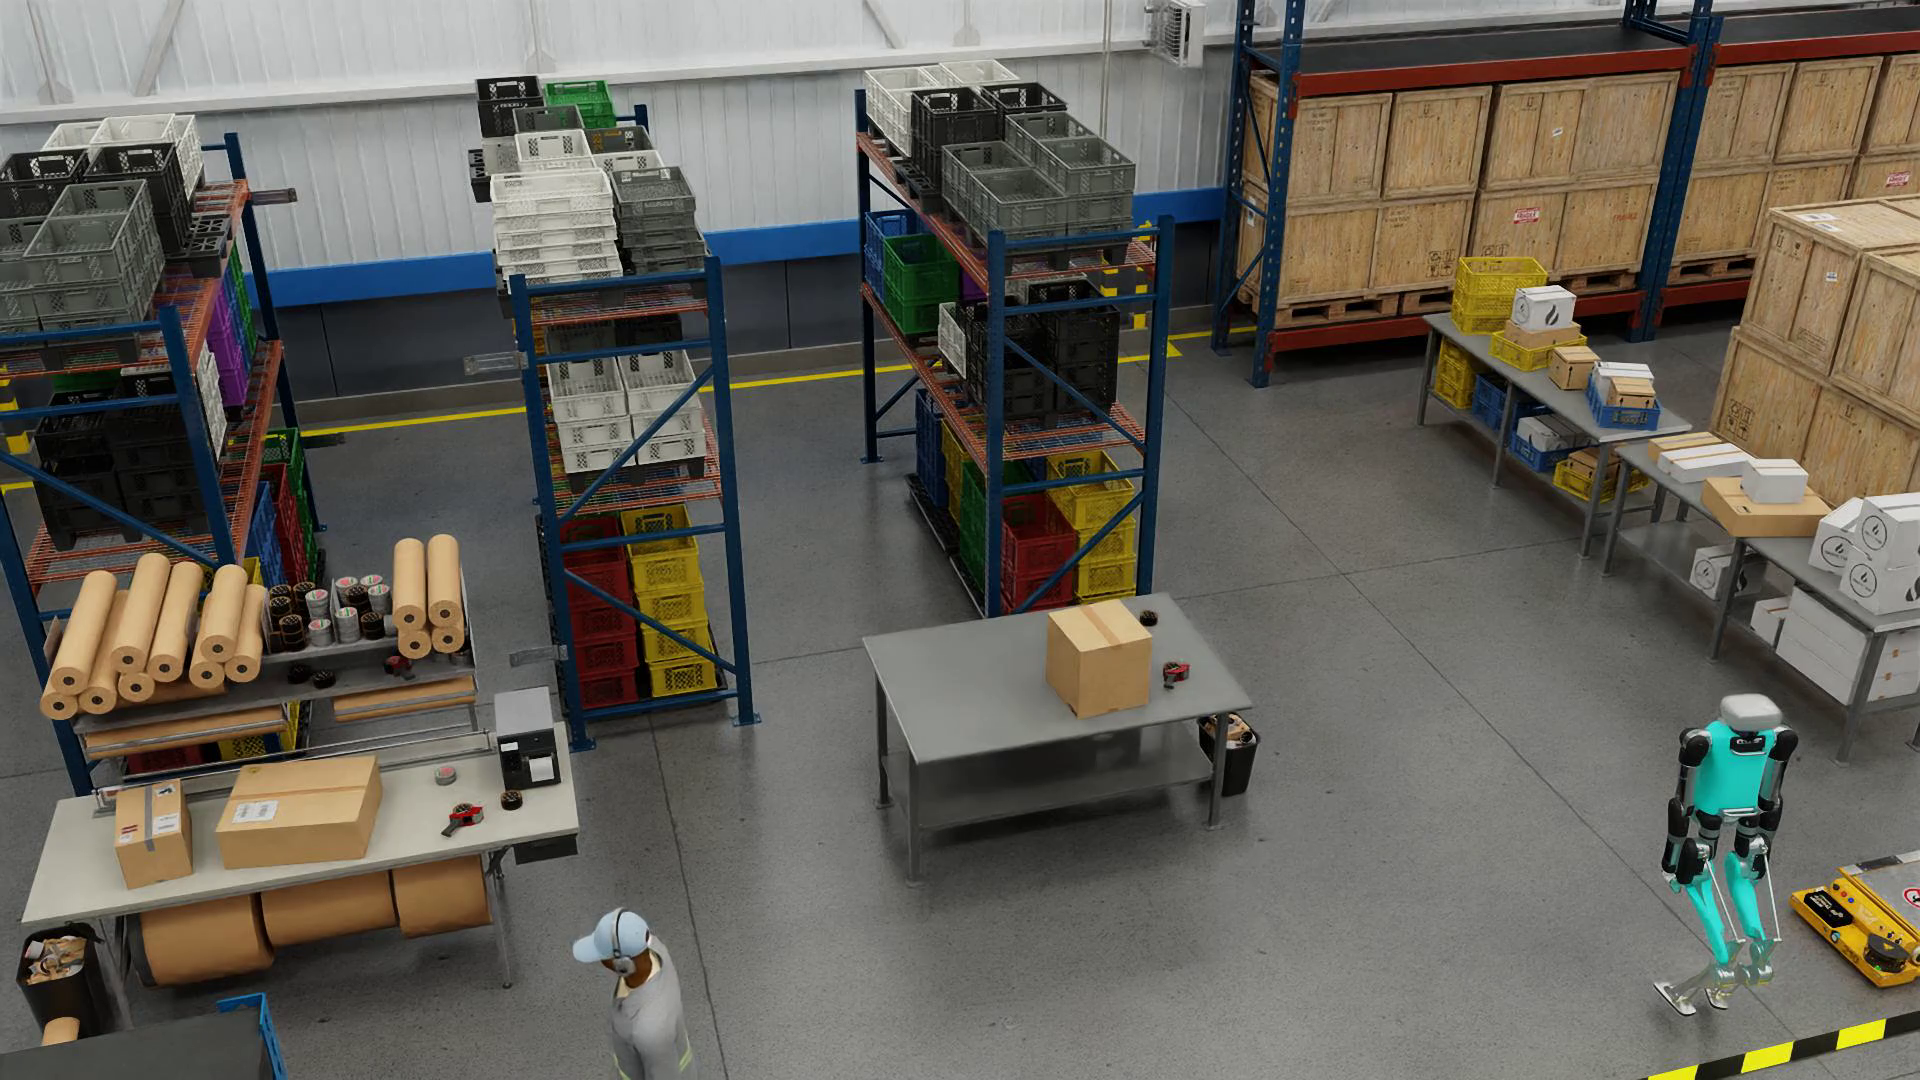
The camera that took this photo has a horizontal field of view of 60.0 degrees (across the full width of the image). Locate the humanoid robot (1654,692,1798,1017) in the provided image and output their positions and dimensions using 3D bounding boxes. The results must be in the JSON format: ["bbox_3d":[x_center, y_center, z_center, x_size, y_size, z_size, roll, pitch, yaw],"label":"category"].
[{"bbox_3d":[3.584,1.555,7.673,0.533,1.673,0.735,-2,29,-4],"label":"humanoid robot"}]

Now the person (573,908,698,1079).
[{"bbox_3d":[-1.235,2.178,6.560,0.407,1.847,0.589,-7,30,-13],"label":"person"}]

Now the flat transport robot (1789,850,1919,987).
[{"bbox_3d":[5.163,1.916,8.676,1.431,0.231,0.659,-8,30,-14],"label":"flat transport robot"}]
